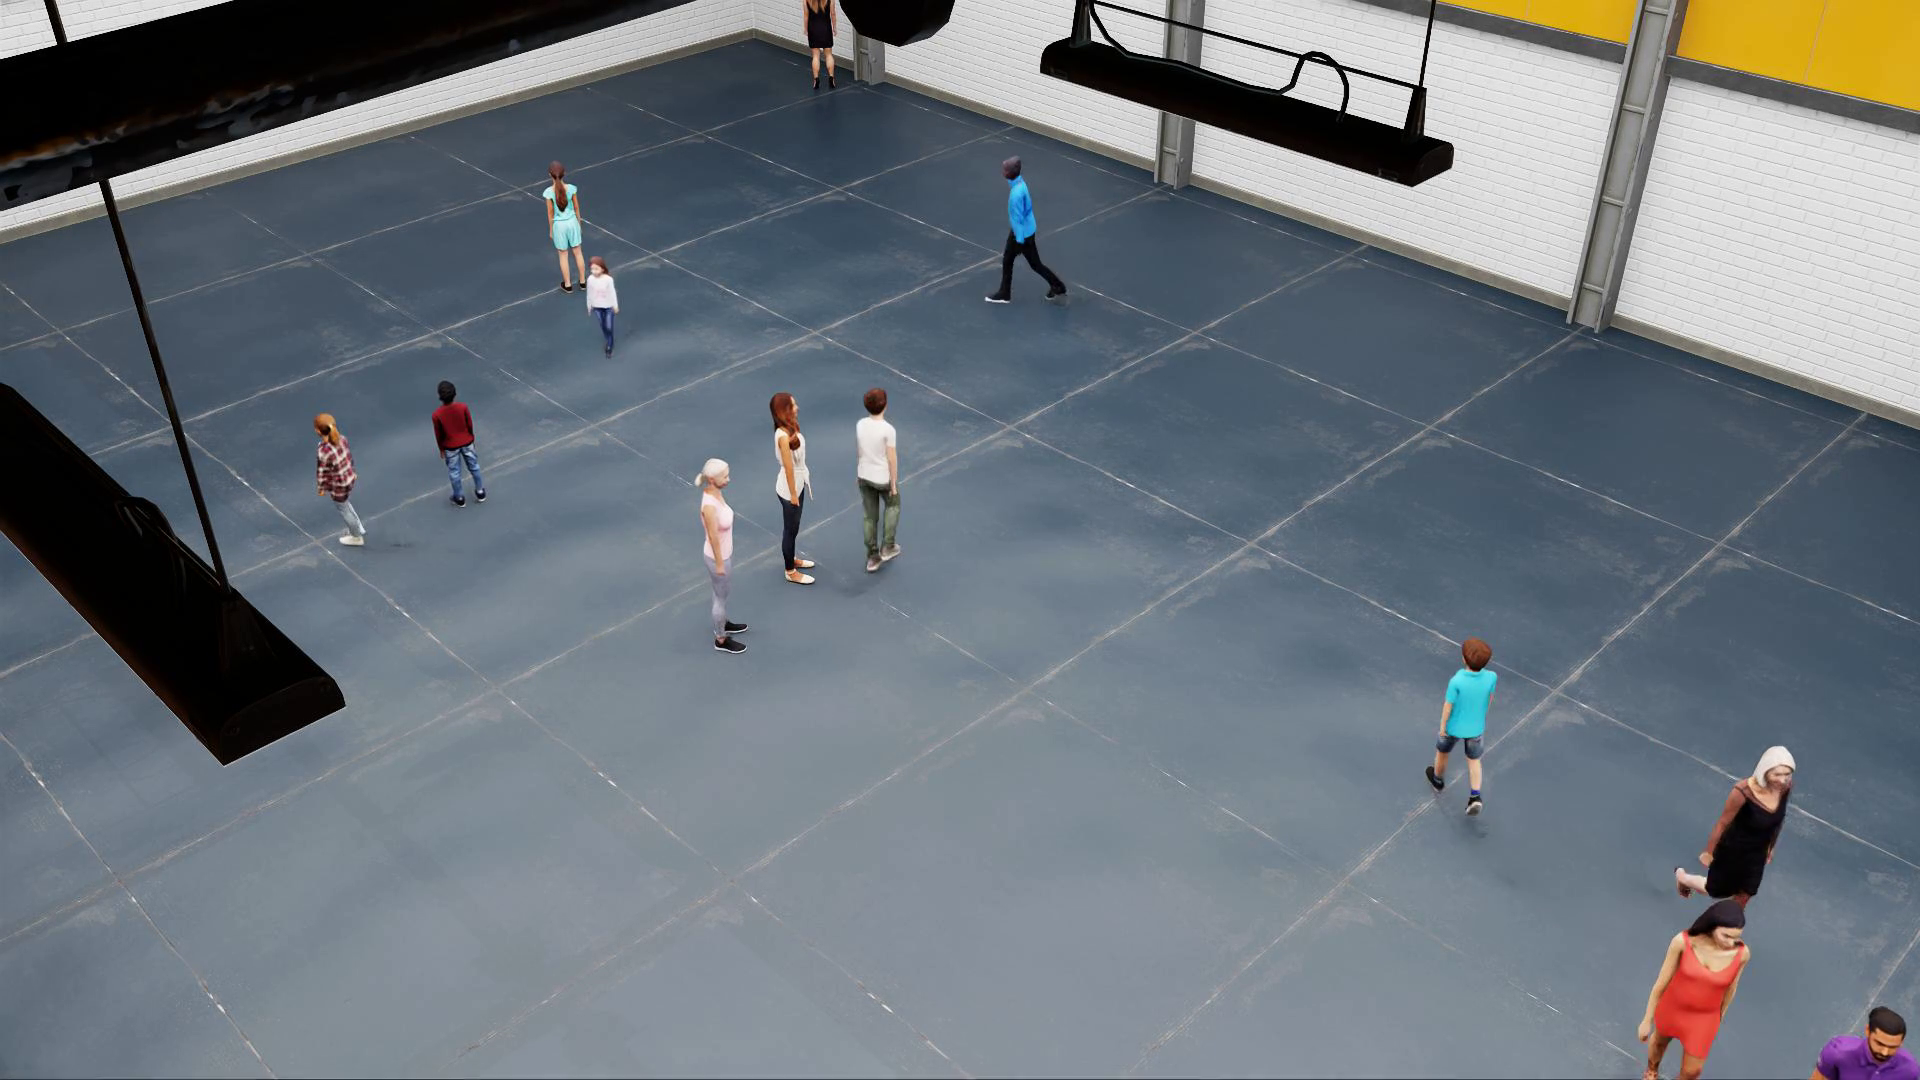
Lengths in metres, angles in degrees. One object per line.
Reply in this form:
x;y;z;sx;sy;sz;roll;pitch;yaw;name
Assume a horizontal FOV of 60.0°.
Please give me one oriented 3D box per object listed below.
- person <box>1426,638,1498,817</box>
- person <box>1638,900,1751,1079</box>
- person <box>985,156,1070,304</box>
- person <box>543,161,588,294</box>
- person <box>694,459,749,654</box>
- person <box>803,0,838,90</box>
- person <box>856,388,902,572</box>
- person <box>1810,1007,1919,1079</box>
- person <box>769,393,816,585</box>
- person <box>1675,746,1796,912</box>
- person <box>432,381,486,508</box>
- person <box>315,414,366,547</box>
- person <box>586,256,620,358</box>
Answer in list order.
3.608;1.321;11.779;0.838;1.439;0.927;-3;34;-5;person
4.178;2.637;9.569;0.916;1.693;0.894;12;35;17;person
0.802;-3.422;18.637;1.160;1.746;1.154;-1;34;-2;person
-4.527;-3.598;19.072;0.621;1.557;0.639;-14;36;-20;person
-1.942;0.104;13.354;0.710;1.722;0.643;-2;34;-2;person
-2.102;-7.649;25.023;0.765;1.716;0.804;-4;34;-6;person
-0.748;-0.481;14.322;0.727;1.625;0.750;18;38;25;person
4.712;3.064;8.869;0.721;1.757;0.822;10;35;15;person
-1.446;-0.455;14.137;0.726;1.786;0.666;0;34;0;person
4.942;1.916;10.624;0.872;1.725;0.979;-9;35;-14;person
-4.618;-0.892;15.276;0.535;1.252;0.538;-19;38;-26;person
-5.416;-0.511;14.666;0.651;1.294;0.617;6;34;9;person
-3.830;-2.563;17.930;0.667;1.097;0.705;4;34;7;person
